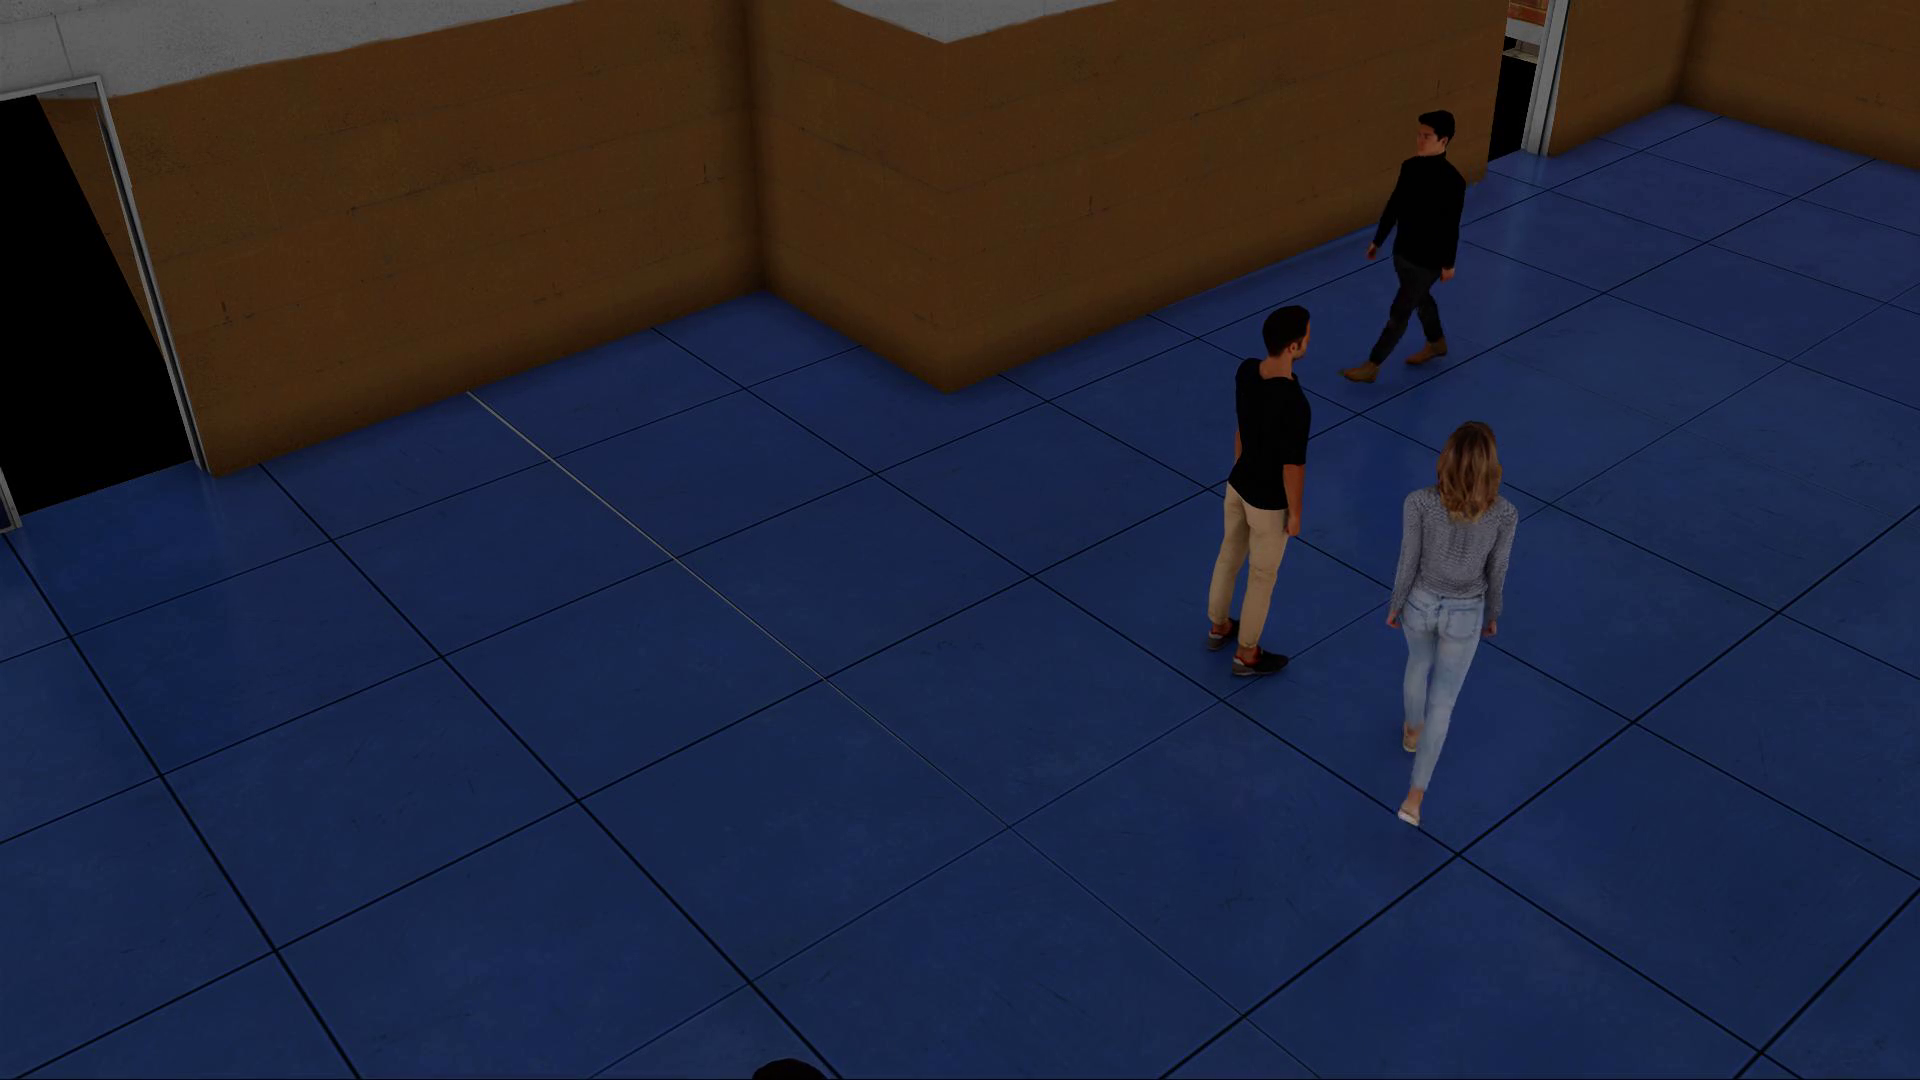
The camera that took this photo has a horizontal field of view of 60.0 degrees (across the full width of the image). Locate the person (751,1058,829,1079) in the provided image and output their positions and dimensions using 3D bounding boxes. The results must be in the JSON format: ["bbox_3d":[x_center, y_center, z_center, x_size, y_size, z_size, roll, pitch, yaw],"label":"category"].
[{"bbox_3d":[-0.435,1.992,4.344,0.544,1.767,0.695,23,40,30],"label":"person"}]

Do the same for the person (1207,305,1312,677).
[{"bbox_3d":[1.363,-0.215,7.559,0.740,1.855,0.544,-16,37,-22],"label":"person"}]

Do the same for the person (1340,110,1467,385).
[{"bbox_3d":[2.832,-1.760,10.057,0.940,1.685,1.120,-13,36,-19],"label":"person"}]

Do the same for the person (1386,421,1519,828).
[{"bbox_3d":[1.958,0.373,6.784,1.181,1.760,1.073,11,35,16],"label":"person"}]
